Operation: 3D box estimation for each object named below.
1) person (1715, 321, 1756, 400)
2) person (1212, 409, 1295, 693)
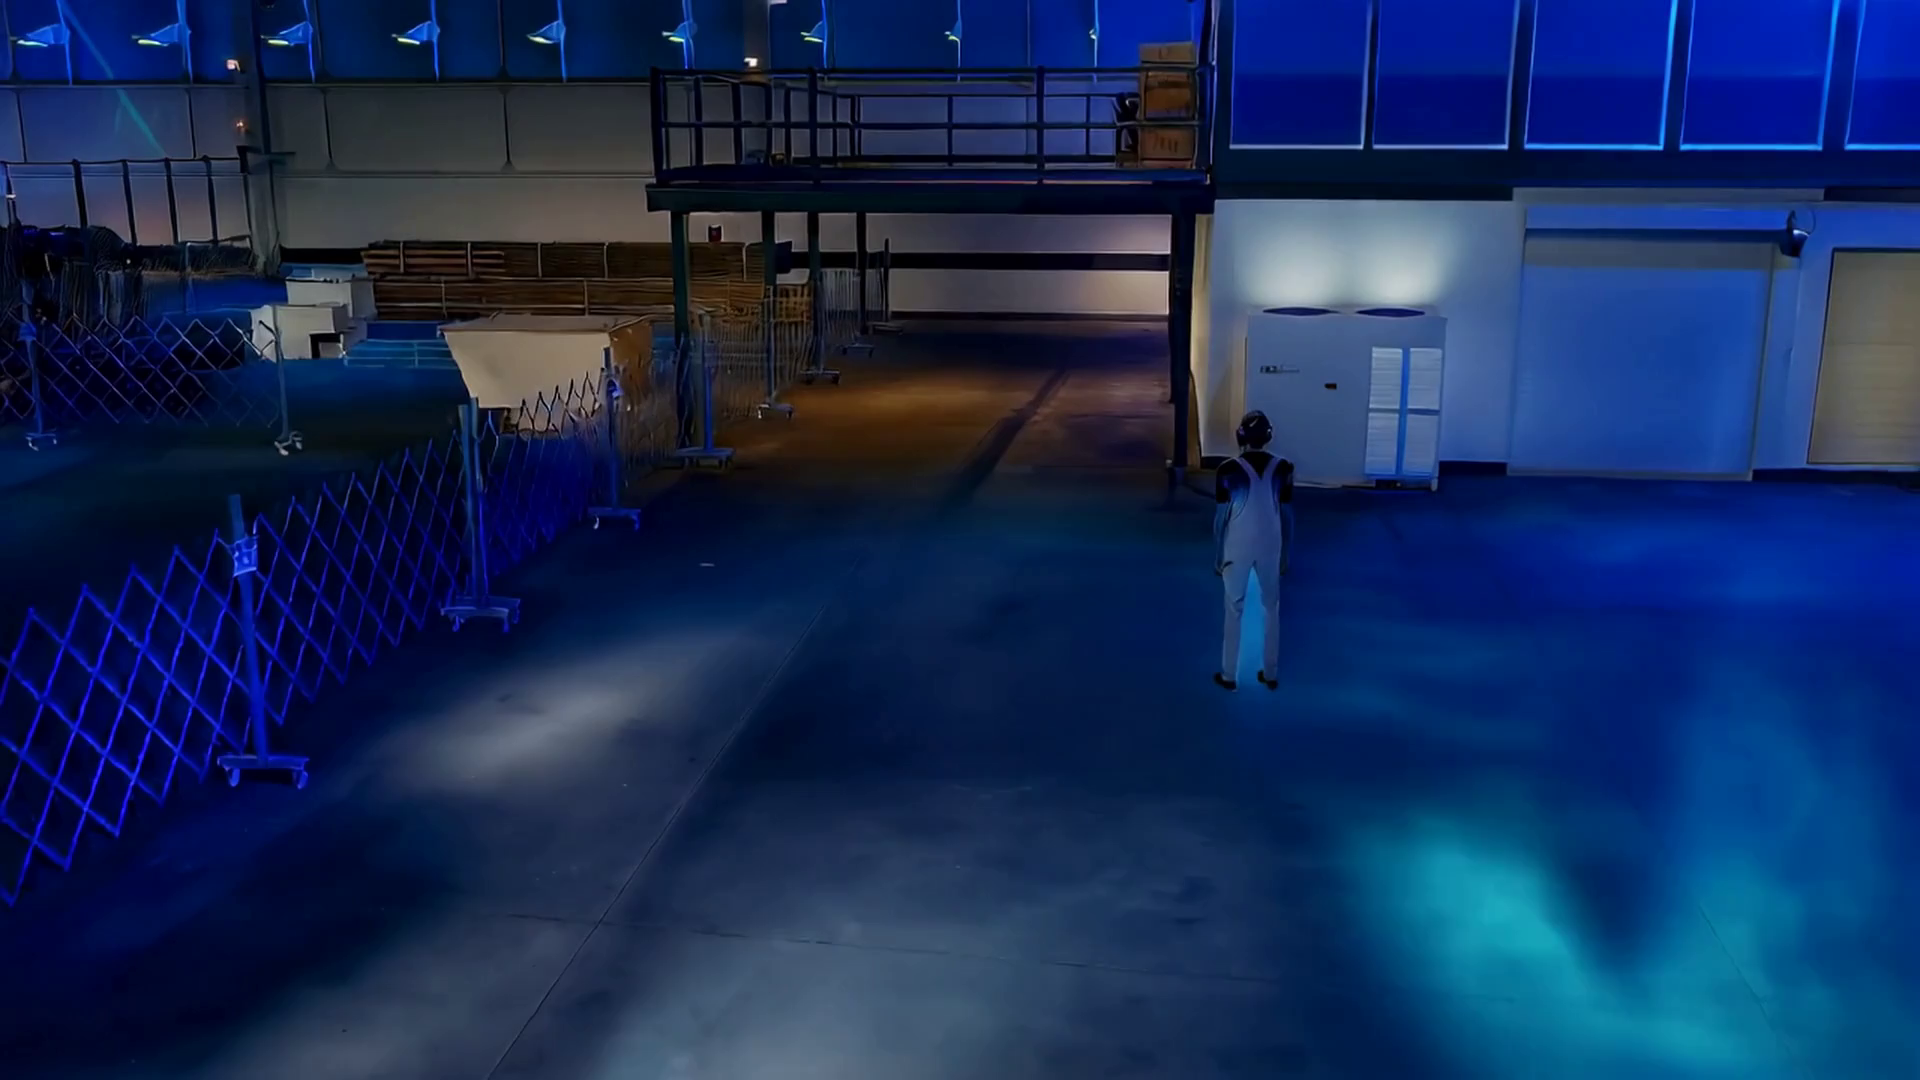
[{"bbox_3d":[9.286,-2.158,19.727,0.983,1.862,0.633,-2,14,-10],"label":"person"},{"bbox_3d":[1.870,0.076,10.665,0.502,1.837,0.351,-1,14,-5],"label":"person"}]
